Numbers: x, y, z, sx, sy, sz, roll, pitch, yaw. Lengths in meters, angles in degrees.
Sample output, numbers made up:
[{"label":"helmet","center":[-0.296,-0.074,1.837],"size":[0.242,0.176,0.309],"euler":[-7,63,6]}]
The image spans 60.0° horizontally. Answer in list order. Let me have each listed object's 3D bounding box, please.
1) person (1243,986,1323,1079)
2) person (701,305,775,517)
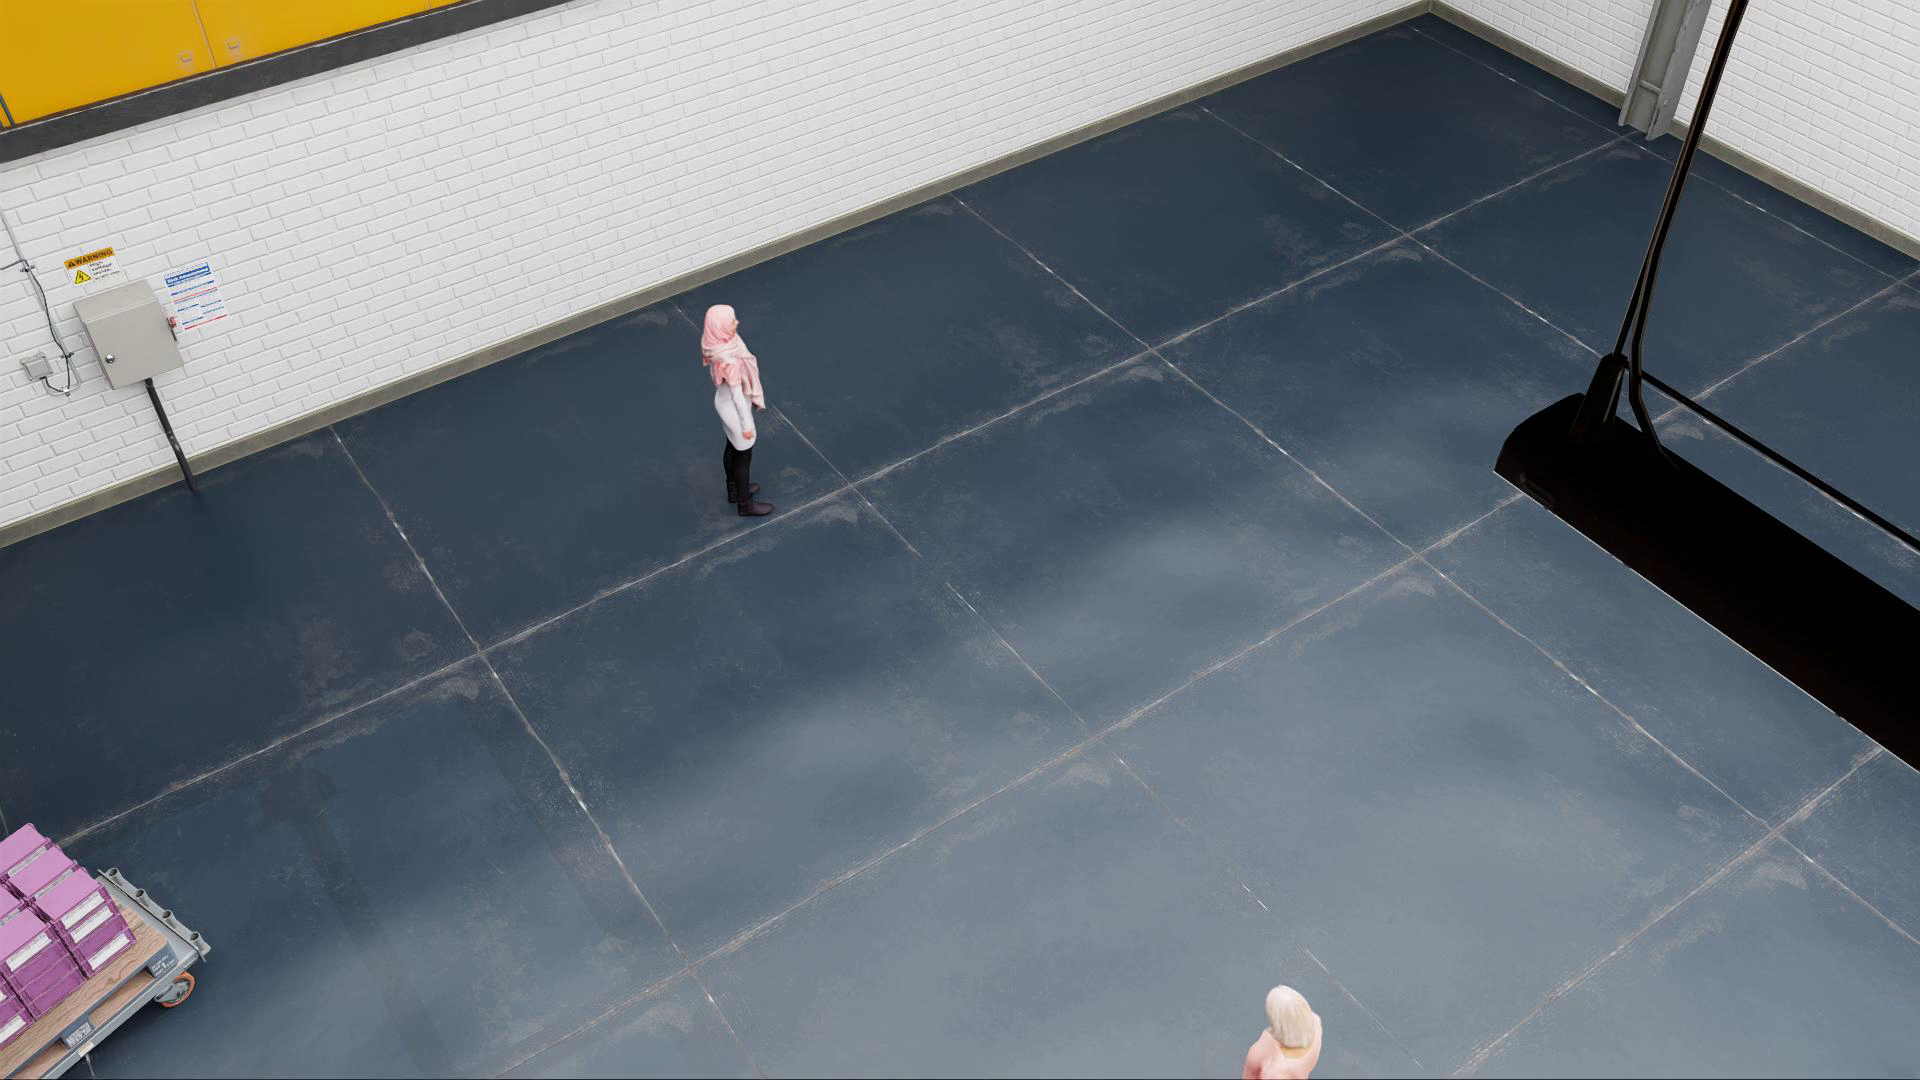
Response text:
[{"label":"person","center":[1.545,2.698,8.097],"size":[0.630,1.723,0.665],"euler":[27,50,25]},{"label":"person","center":[-1.609,-0.920,11.836],"size":[0.721,1.804,0.576],"euler":[-19,47,-19]}]
